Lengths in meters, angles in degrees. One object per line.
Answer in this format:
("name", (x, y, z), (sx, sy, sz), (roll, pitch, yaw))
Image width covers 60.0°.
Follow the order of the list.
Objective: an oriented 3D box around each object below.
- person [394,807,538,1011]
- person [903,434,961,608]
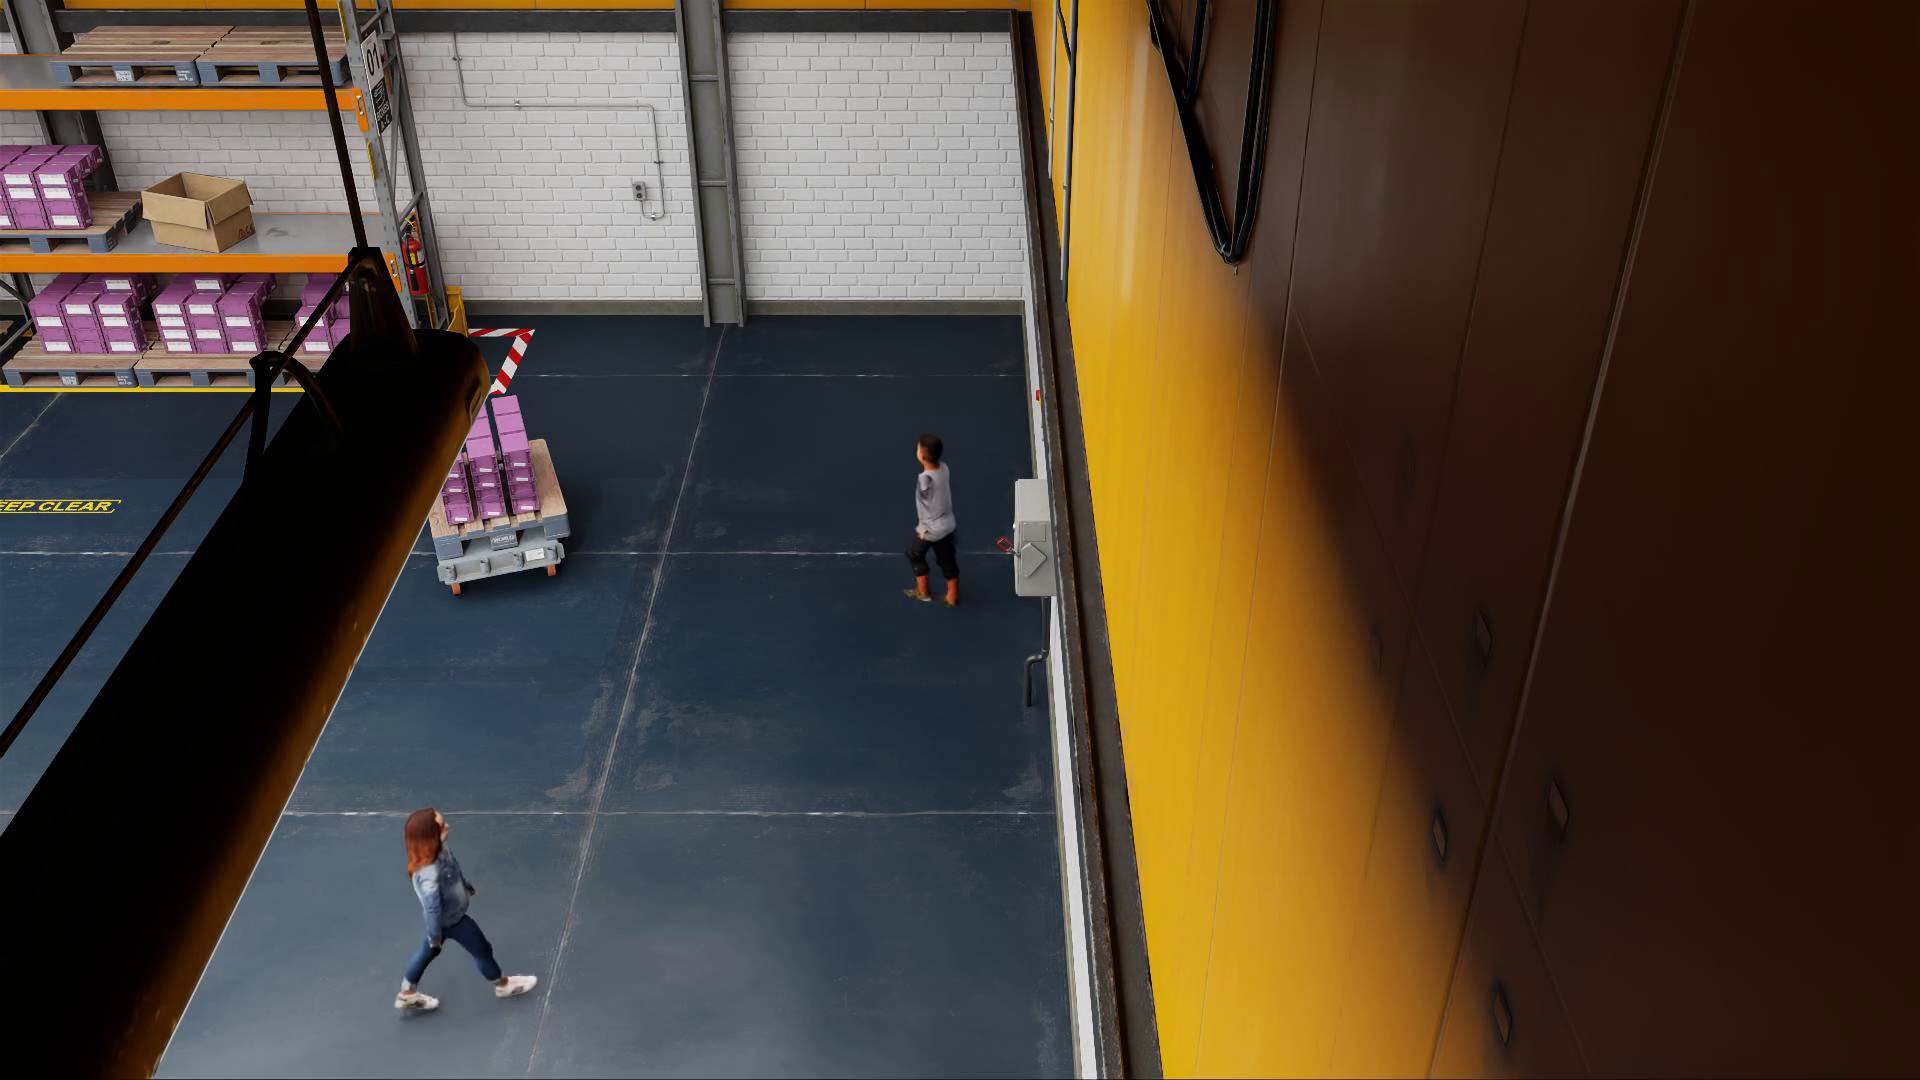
("person", (-2.869, 2.032, 9.014), (1.068, 1.452, 0.791), (-11, 35, -16))
("person", (-0.138, -0.139, 12.296), (0.837, 1.436, 0.769), (23, 40, 31))
